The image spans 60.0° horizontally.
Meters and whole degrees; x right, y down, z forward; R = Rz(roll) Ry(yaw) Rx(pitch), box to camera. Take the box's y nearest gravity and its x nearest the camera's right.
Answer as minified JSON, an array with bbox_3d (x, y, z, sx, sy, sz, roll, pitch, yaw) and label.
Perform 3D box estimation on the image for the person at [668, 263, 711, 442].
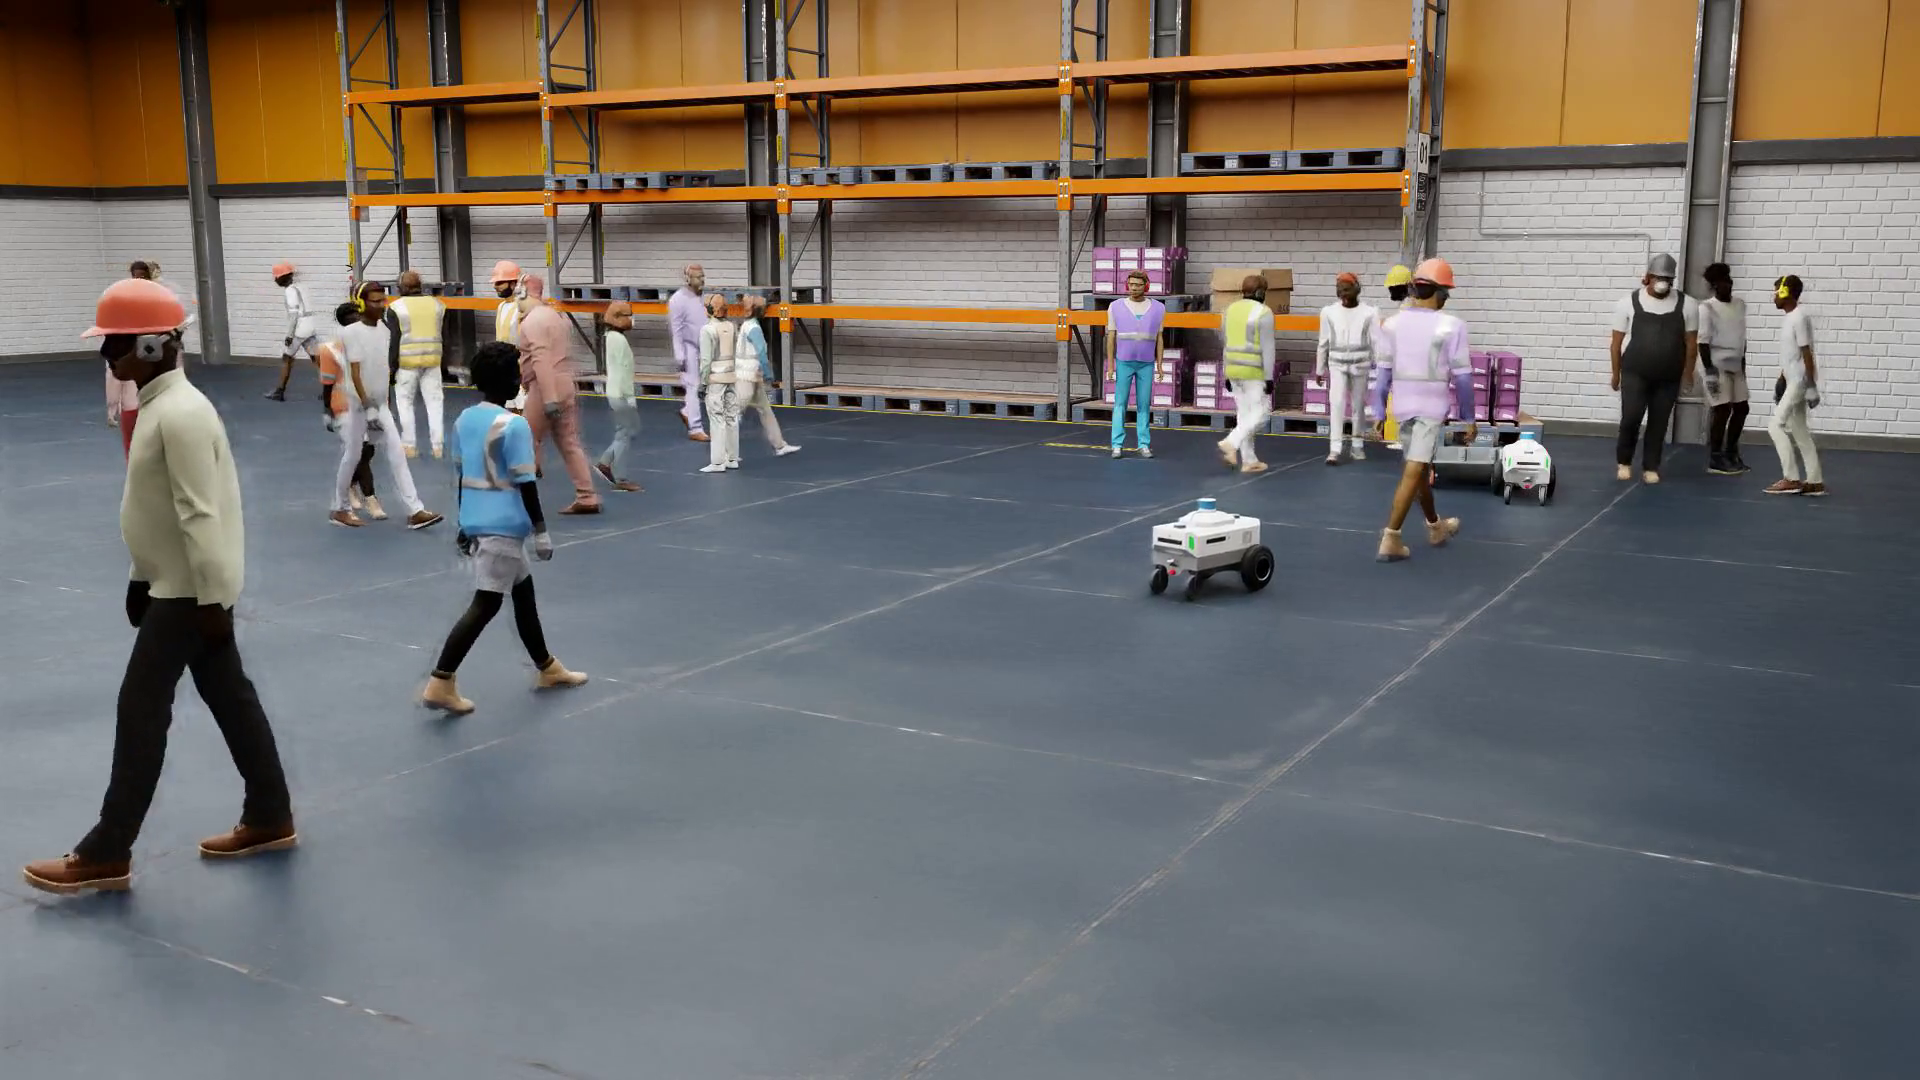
[{"bbox_3d":[-2.840,-1.990,17.690,0.514,1.891,0.648,7,12,34],"label":"person"}]

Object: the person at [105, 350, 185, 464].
[{"bbox_3d":[-6.133,-1.009,12.559,0.553,1.726,0.837,-5,11,-28],"label":"person"}]

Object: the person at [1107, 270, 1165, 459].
[{"bbox_3d":[1.719,-1.716,16.277,0.565,1.841,0.396,-1,10,-4],"label":"person"}]

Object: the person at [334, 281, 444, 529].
[{"bbox_3d":[-4.258,-0.969,12.126,0.996,1.816,0.501,5,11,26],"label":"person"}]

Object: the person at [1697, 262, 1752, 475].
[{"bbox_3d":[6.957,-1.547,15.096,0.672,1.922,0.451,-6,11,-29],"label":"person"}]

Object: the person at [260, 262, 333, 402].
[{"bbox_3d":[-8.876,-2.761,22.191,1.055,1.841,0.557,-1,10,-6],"label":"person"}]

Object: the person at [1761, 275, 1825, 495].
[{"bbox_3d":[6.972,-1.278,13.820,0.583,1.827,0.533,5,11,28],"label":"person"}]

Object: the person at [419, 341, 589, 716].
[{"bbox_3d":[-2.087,-0.059,7.441,0.874,1.657,0.541,-8,13,-40],"label":"person"}]

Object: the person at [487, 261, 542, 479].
[{"bbox_3d":[-3.954,-1.487,14.710,0.373,1.934,0.551,-10,14,-44],"label":"person"}]

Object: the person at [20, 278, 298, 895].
[{"bbox_3d":[-2.656,0.150,5.388,0.941,1.953,0.657,-5,11,-28],"label":"person"}]

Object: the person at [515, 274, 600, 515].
[{"bbox_3d":[-3.237,-1.103,12.775,0.923,1.848,0.687,1,10,6],"label":"person"}]

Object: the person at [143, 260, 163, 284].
[{"bbox_3d":[-9.512,-2.354,19.729,0.979,1.890,0.645,-4,11,-24],"label":"person"}]

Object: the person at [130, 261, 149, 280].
[{"bbox_3d":[-9.223,-2.199,18.873,0.622,1.883,0.817,-3,10,-16],"label":"person"}]

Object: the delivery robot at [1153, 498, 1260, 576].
[{"bbox_3d":[1.478,-0.006,9.969,0.707,0.478,0.477,-9,14,-43],"label":"delivery robot"}]

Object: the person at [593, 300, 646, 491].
[{"bbox_3d":[-2.839,-1.203,13.993,0.383,1.619,0.507,-3,10,-14],"label":"person"}]

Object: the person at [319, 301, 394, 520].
[{"bbox_3d":[-4.649,-1.008,12.787,0.828,1.659,0.539,9,13,41],"label":"person"}]

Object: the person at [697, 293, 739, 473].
[{"bbox_3d":[-2.215,-1.433,15.242,0.310,1.642,0.514,5,11,26],"label":"person"}]

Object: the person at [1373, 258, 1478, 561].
[{"bbox_3d":[3.123,-0.868,11.090,1.049,1.984,0.632,-9,13,-41],"label":"person"}]

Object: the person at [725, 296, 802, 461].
[{"bbox_3d":[-1.988,-1.548,16.032,0.863,1.594,0.505,-2,10,-11],"label":"person"}]

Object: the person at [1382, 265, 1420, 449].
[{"bbox_3d":[4.604,-1.819,16.765,0.743,1.877,0.644,3,10,16],"label":"person"}]

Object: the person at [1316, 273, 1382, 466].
[{"bbox_3d":[3.728,-1.626,15.861,0.655,1.824,1.028,3,10,17],"label":"person"}]

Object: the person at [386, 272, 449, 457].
[{"bbox_3d":[-5.335,-1.709,16.347,0.650,1.822,0.581,-9,13,-41],"label":"person"}]

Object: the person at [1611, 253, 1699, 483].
[{"bbox_3d":[6.037,-1.495,14.460,0.693,2.000,0.537,2,10,12],"label":"person"}]

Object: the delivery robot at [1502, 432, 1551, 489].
[{"bbox_3d":[4.608,-0.636,13.538,0.477,0.478,0.707,3,10,15],"label":"delivery robot"}]

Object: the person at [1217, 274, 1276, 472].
[{"bbox_3d":[2.580,-1.502,15.125,0.598,1.818,0.646,-6,12,-32],"label":"person"}]
